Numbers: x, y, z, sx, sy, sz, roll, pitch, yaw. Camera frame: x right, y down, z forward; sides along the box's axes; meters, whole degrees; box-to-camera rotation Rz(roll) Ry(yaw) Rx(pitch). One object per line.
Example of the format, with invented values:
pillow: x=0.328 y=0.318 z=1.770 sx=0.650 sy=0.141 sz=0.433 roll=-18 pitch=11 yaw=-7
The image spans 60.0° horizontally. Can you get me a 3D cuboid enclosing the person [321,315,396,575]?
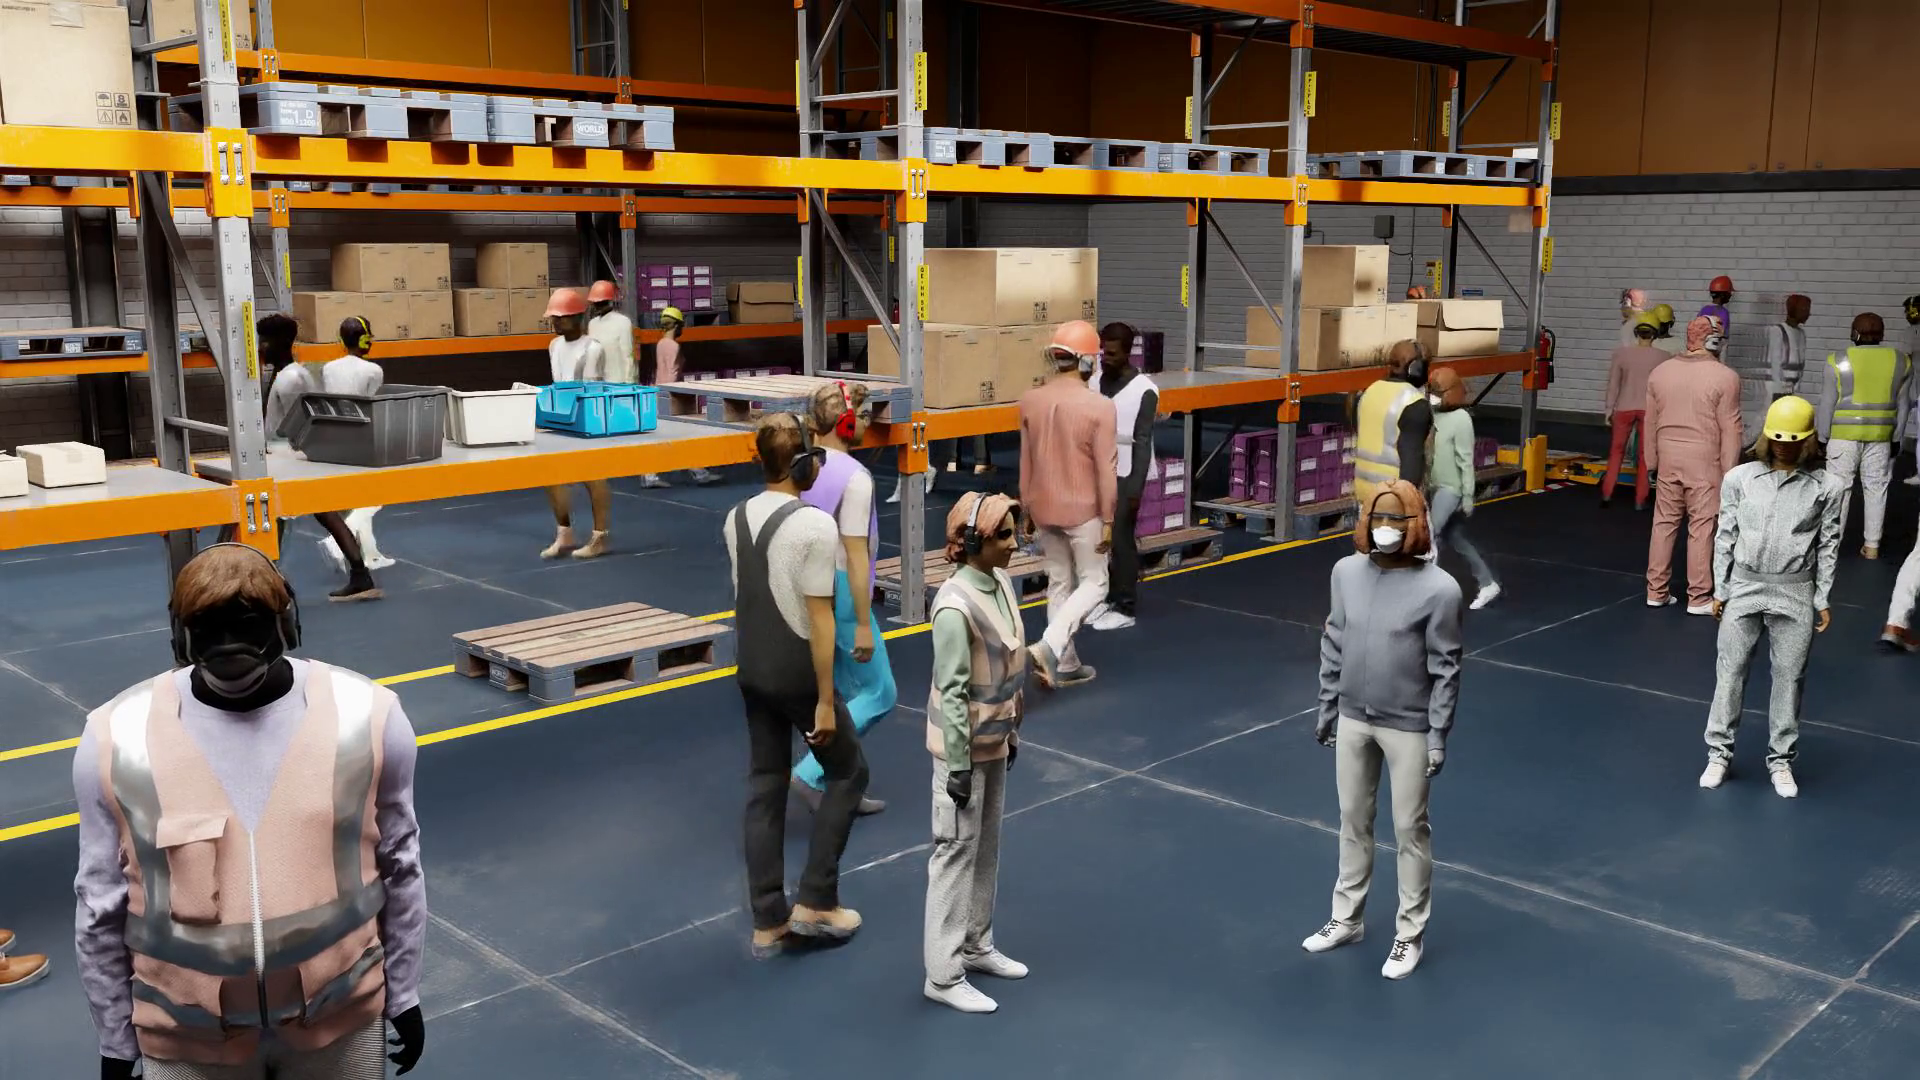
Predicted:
person: x=-4.293 y=-0.652 z=11.748 sx=0.512 sy=1.851 sz=0.705 roll=4 pitch=11 yaw=20

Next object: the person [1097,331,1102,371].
person: x=0.961 y=-1.295 z=15.078 sx=0.655 sy=1.904 sz=0.407 roll=9 pitch=14 yaw=40

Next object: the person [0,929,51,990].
person: x=-3.255 y=0.482 z=5.302 sx=0.378 sy=1.937 sz=0.629 roll=-10 pitch=14 yaw=-42

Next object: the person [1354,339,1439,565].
person: x=2.494 y=-0.241 z=9.568 sx=0.439 sy=1.816 sz=0.632 roll=-4 pitch=11 yaw=-19

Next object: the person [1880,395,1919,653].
person: x=5.745 y=-0.279 z=9.581 sx=1.010 sy=1.897 sz=0.647 roll=-5 pitch=12 yaw=-27

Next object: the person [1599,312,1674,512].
person: x=5.955 y=-1.126 z=14.612 sx=0.547 sy=1.738 sz=0.457 roll=5 pitch=12 yaw=26

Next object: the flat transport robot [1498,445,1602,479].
flat transport robot: x=5.722 y=-0.809 z=16.886 sx=0.652 sy=0.197 sz=1.431 roll=-7 pitch=13 yaw=-35

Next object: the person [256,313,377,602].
person: x=-4.328 y=-0.508 z=10.786 sx=1.026 sy=1.907 sz=0.613 roll=-2 pitch=11 yaw=-11

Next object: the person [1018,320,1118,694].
person: x=0.532 y=-0.149 z=8.648 sx=0.622 sy=1.978 sz=0.675 roll=8 pitch=13 yaw=38

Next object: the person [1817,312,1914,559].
person: x=6.693 y=-0.770 z=12.387 sx=0.627 sy=1.844 sz=0.429 roll=2 pitch=11 yaw=9

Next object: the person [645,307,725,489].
person: x=-2.653 y=-1.345 z=15.849 sx=0.831 sy=1.714 sz=0.561 roll=-5 pitch=12 yaw=-26

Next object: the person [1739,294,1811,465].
person: x=8.080 y=-1.513 z=16.469 sx=0.566 sy=1.847 sz=0.904 roll=-6 pitch=12 yaw=-29

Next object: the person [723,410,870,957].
person: x=-0.532 y=0.479 z=5.583 sx=0.522 sy=1.831 sz=0.540 roll=9 pitch=14 yaw=39

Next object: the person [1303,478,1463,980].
person: x=1.384 y=0.606 z=5.444 sx=0.279 sy=1.636 sz=0.500 roll=-10 pitch=14 yaw=-43

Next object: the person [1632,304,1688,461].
person: x=6.675 y=-1.382 z=15.951 sx=0.524 sy=1.760 sz=0.327 roll=8 pitch=13 yaw=36

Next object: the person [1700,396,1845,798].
person: x=3.484 y=0.246 z=7.142 sx=0.483 sy=1.735 sz=0.315 roll=5 pitch=11 yaw=25

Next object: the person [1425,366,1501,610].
person: x=3.120 y=-0.316 z=10.567 sx=0.822 sy=1.596 sz=0.508 roll=-2 pitch=11 yaw=-11

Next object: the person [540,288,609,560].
person: x=-2.870 y=-0.827 z=12.224 sx=0.616 sy=2.014 sz=0.682 roll=9 pitch=13 yaw=39

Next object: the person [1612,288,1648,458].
person: x=6.749 y=-1.601 z=16.840 sx=0.651 sy=1.877 sz=0.726 roll=8 pitch=13 yaw=36

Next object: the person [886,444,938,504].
person: x=-0.435 y=-1.163 z=15.130 sx=0.521 sy=1.611 sz=0.738 roll=9 pitch=14 yaw=41

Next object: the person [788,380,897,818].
person: x=-0.496 y=0.273 z=6.711 sx=0.437 sy=1.831 sz=0.594 roll=-7 pitch=12 yaw=-33

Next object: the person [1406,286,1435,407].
person: x=5.115 y=-1.889 z=18.470 sx=0.585 sy=1.848 sz=0.644 roll=0 pitch=10 yaw=-1

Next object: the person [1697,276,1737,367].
person: x=8.740 y=-2.082 z=19.277 sx=0.373 sy=1.939 sz=0.545 roll=-1 pitch=10 yaw=-5

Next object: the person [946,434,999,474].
person: x=0.114 y=-1.700 z=16.912 sx=0.682 sy=2.000 sz=0.537 roll=7 pitch=13 yaw=34

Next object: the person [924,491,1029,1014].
person: x=0.048 y=0.653 z=5.209 sx=0.314 sy=1.629 sz=0.509 roll=3 pitch=11 yaw=17

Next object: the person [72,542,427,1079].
person: x=-1.341 y=0.913 z=3.213 sx=0.626 sy=1.844 sz=0.429 roll=-5 pitch=11 yaw=-23

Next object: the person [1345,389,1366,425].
person: x=4.885 y=-2.208 z=19.974 sx=0.547 sy=1.934 sz=0.376 roll=-6 pitch=12 yaw=-28

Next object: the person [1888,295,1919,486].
person: x=9.232 y=-1.452 z=16.178 sx=0.537 sy=1.807 sz=0.841 roll=-3 pitch=11 yaw=-15

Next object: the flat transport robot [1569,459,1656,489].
flat transport robot: x=6.609 y=-0.605 z=15.772 sx=0.652 sy=0.197 sz=1.431 roll=-9 pitch=14 yaw=-39

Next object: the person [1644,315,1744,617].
person: x=4.677 y=-0.472 z=10.587 sx=0.405 sy=1.904 sz=0.652 roll=-6 pitch=12 yaw=-31

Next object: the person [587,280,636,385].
person: x=-3.455 y=-1.575 z=16.412 sx=0.653 sy=1.971 sz=0.480 roll=9 pitch=14 yaw=40

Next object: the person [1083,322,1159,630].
person: x=0.938 y=-0.367 z=10.043 sx=0.484 sy=1.891 sz=0.628 roll=-7 pitch=12 yaw=-32
